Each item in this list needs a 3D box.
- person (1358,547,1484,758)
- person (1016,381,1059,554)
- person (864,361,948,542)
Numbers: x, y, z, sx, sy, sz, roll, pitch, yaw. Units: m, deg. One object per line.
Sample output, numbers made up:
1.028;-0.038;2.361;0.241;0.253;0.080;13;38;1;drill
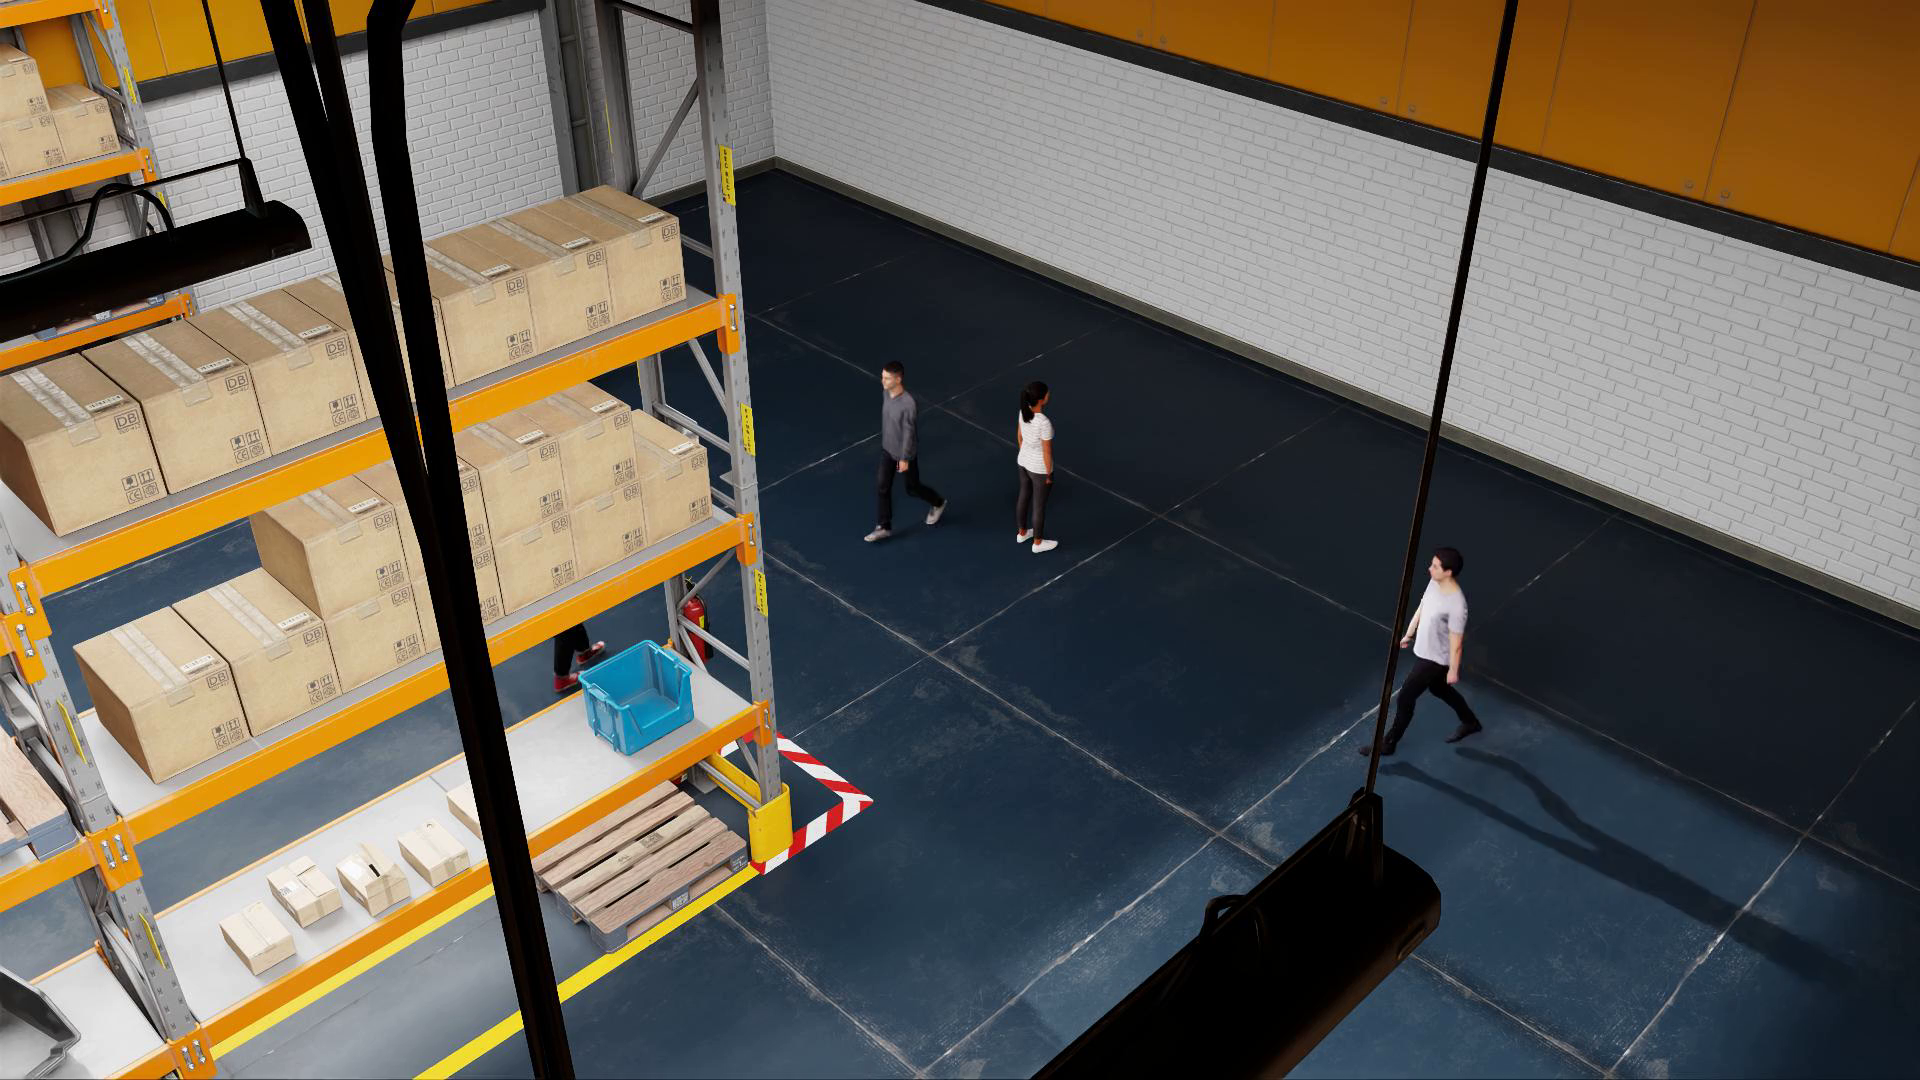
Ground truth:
3.603;0.844;12.290;1.244;1.823;1.188;0;34;0;person
0.658;-0.662;14.716;0.571;1.646;0.603;-21;39;-28;person
-0.464;-0.811;14.858;1.071;1.736;0.635;-27;42;-34;person
